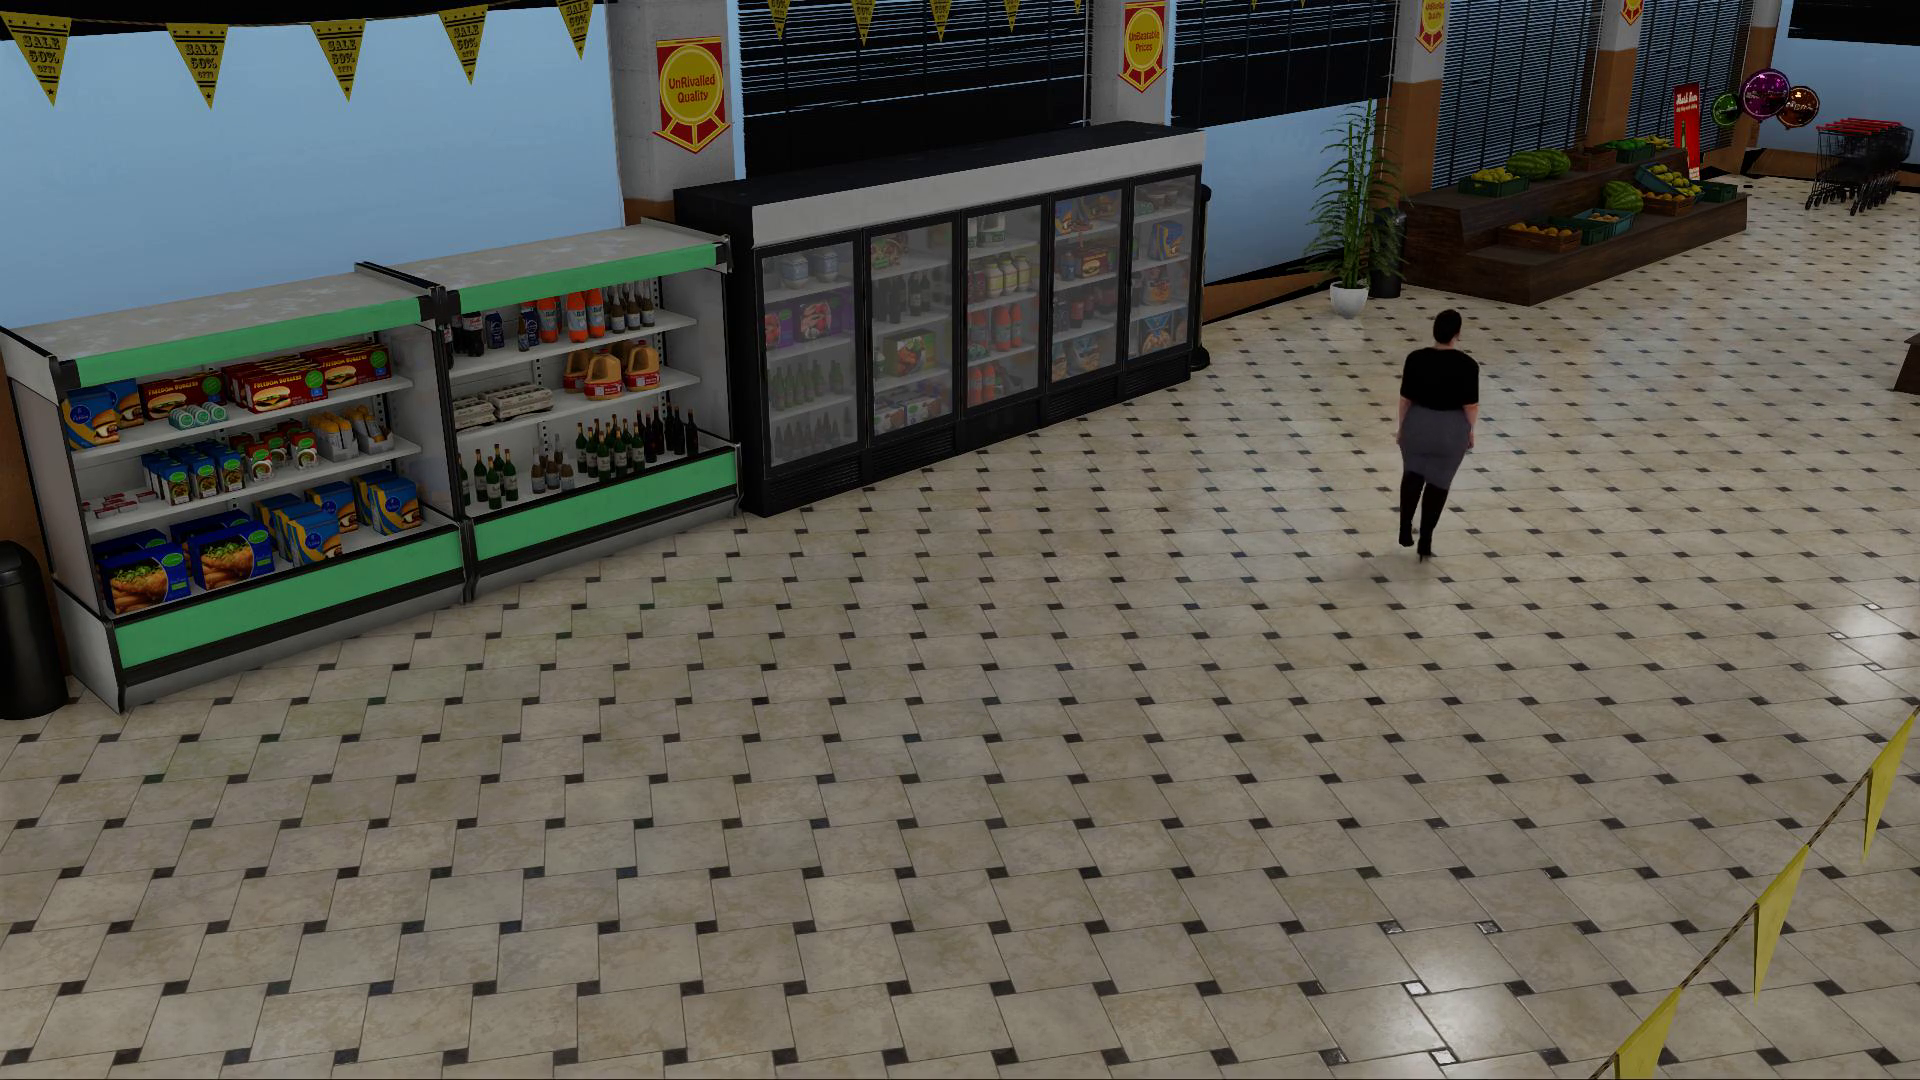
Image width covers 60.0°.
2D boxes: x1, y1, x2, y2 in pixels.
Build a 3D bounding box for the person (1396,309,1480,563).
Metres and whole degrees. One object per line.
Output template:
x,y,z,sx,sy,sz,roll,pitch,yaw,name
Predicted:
3.164,-0.665,11.186,0.722,1.746,0.735,13,25,30,person
